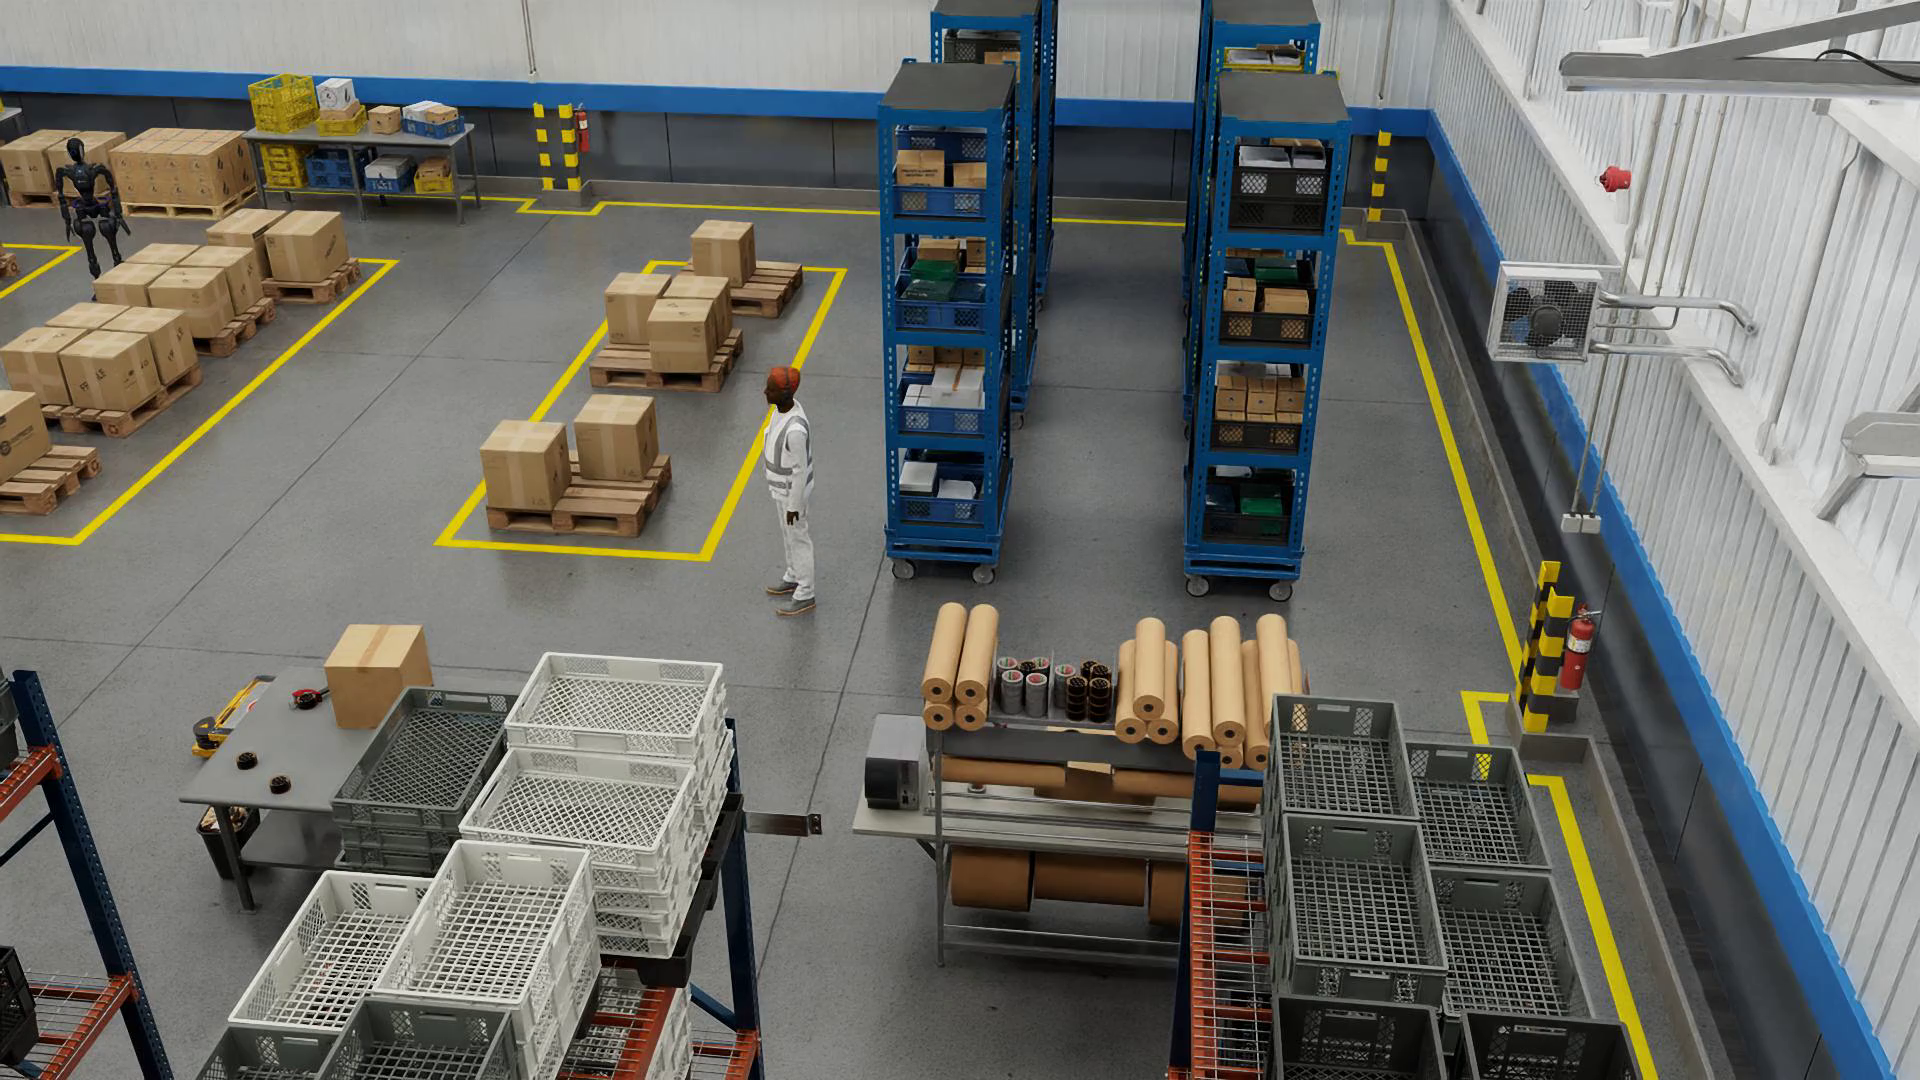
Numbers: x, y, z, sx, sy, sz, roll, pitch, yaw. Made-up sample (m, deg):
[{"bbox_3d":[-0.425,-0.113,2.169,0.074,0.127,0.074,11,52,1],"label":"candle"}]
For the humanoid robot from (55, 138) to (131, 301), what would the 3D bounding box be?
[{"bbox_3d":[-8.759,-3.250,16.840,0.601,1.658,0.324,-10,32,-16],"label":"humanoid robot"}]

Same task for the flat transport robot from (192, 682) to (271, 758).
[{"bbox_3d":[-4.089,1.163,10.648,1.431,0.197,0.652,3,30,6],"label":"flat transport robot"}]

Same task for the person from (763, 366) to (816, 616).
[{"bbox_3d":[-1.208,-0.357,11.680,0.356,1.884,0.574,-9,31,-15],"label":"person"}]
